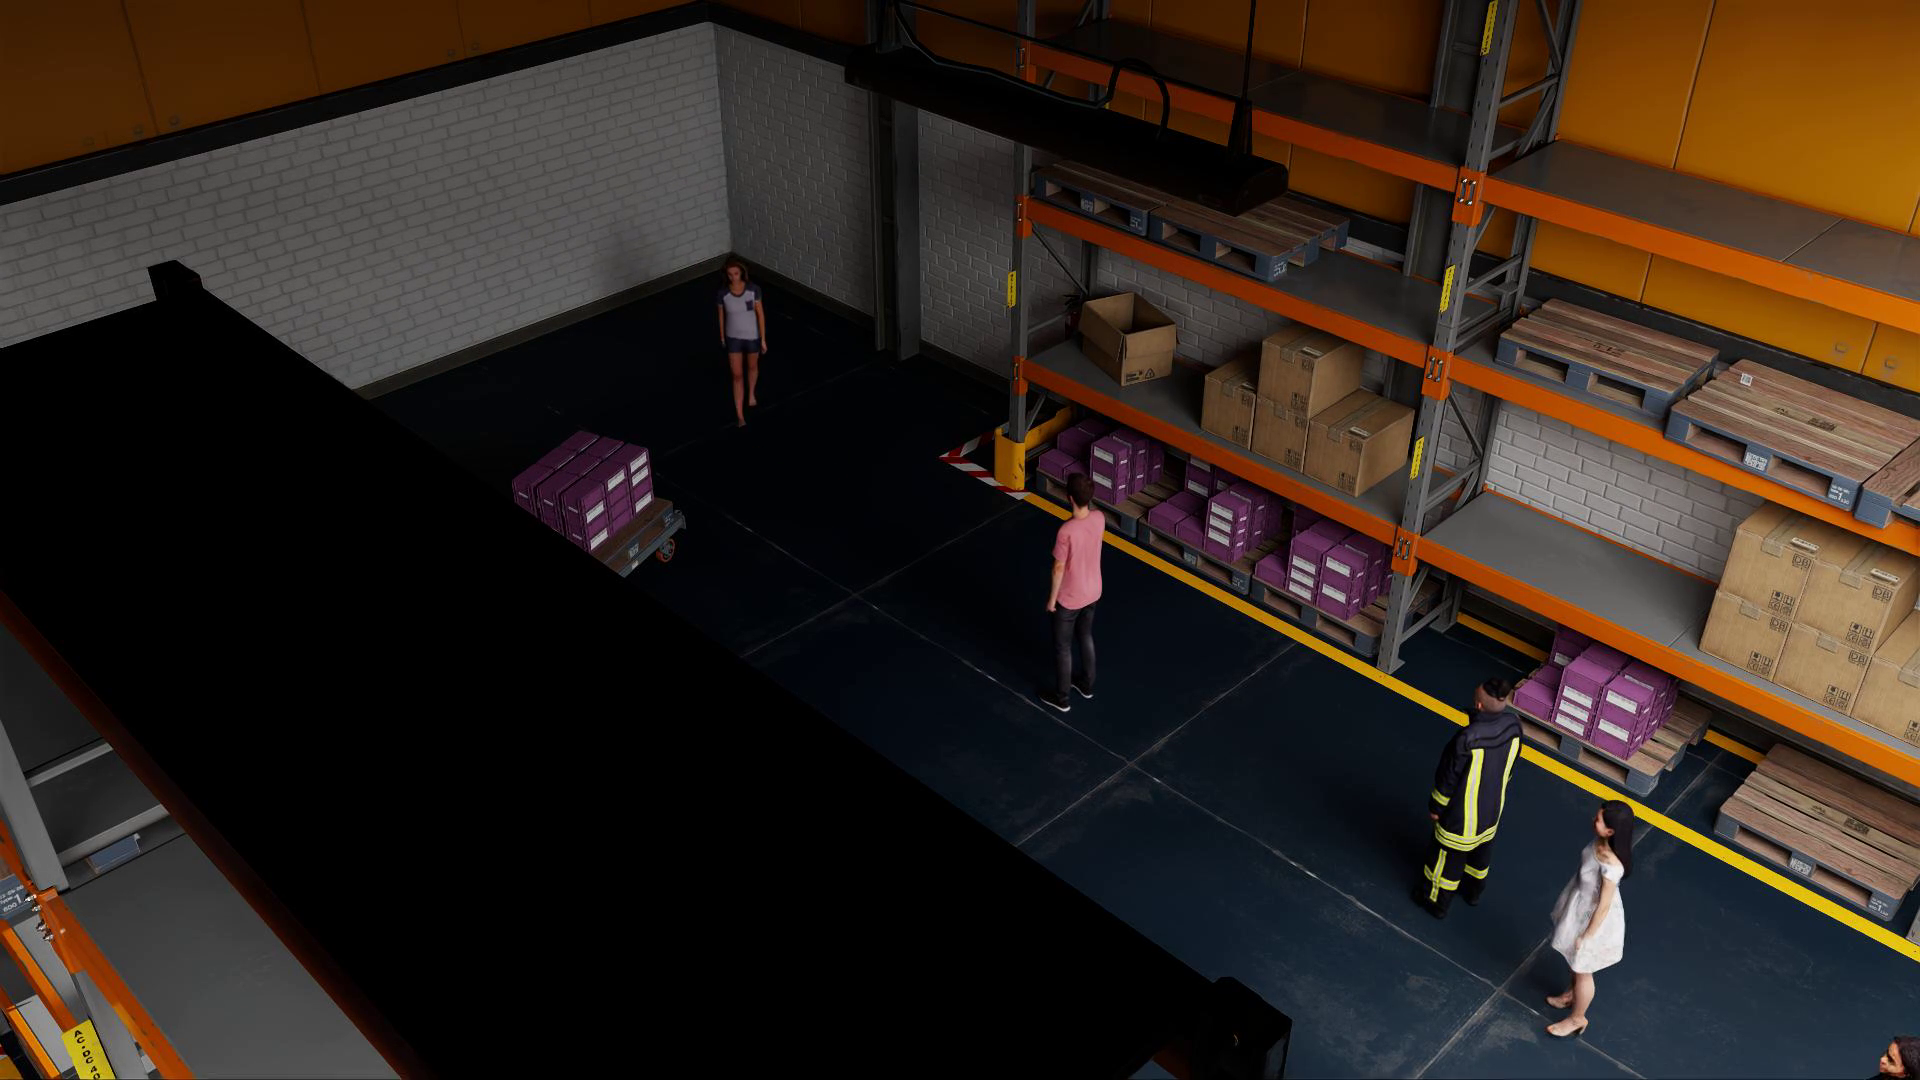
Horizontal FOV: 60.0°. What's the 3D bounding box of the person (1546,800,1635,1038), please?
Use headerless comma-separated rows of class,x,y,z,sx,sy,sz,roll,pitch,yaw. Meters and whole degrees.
person,3.667,2.203,9.683,0.788,1.772,0.766,10,35,15

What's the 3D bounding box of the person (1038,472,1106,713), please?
person,0.865,0.390,12.245,0.625,1.956,0.542,-28,43,-36

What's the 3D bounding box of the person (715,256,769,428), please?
person,-2.088,-1.986,16.070,0.978,1.678,1.128,-6,34,-9

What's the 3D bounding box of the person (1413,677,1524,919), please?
person,3.221,1.616,10.488,0.820,1.858,0.798,-16,37,-23
